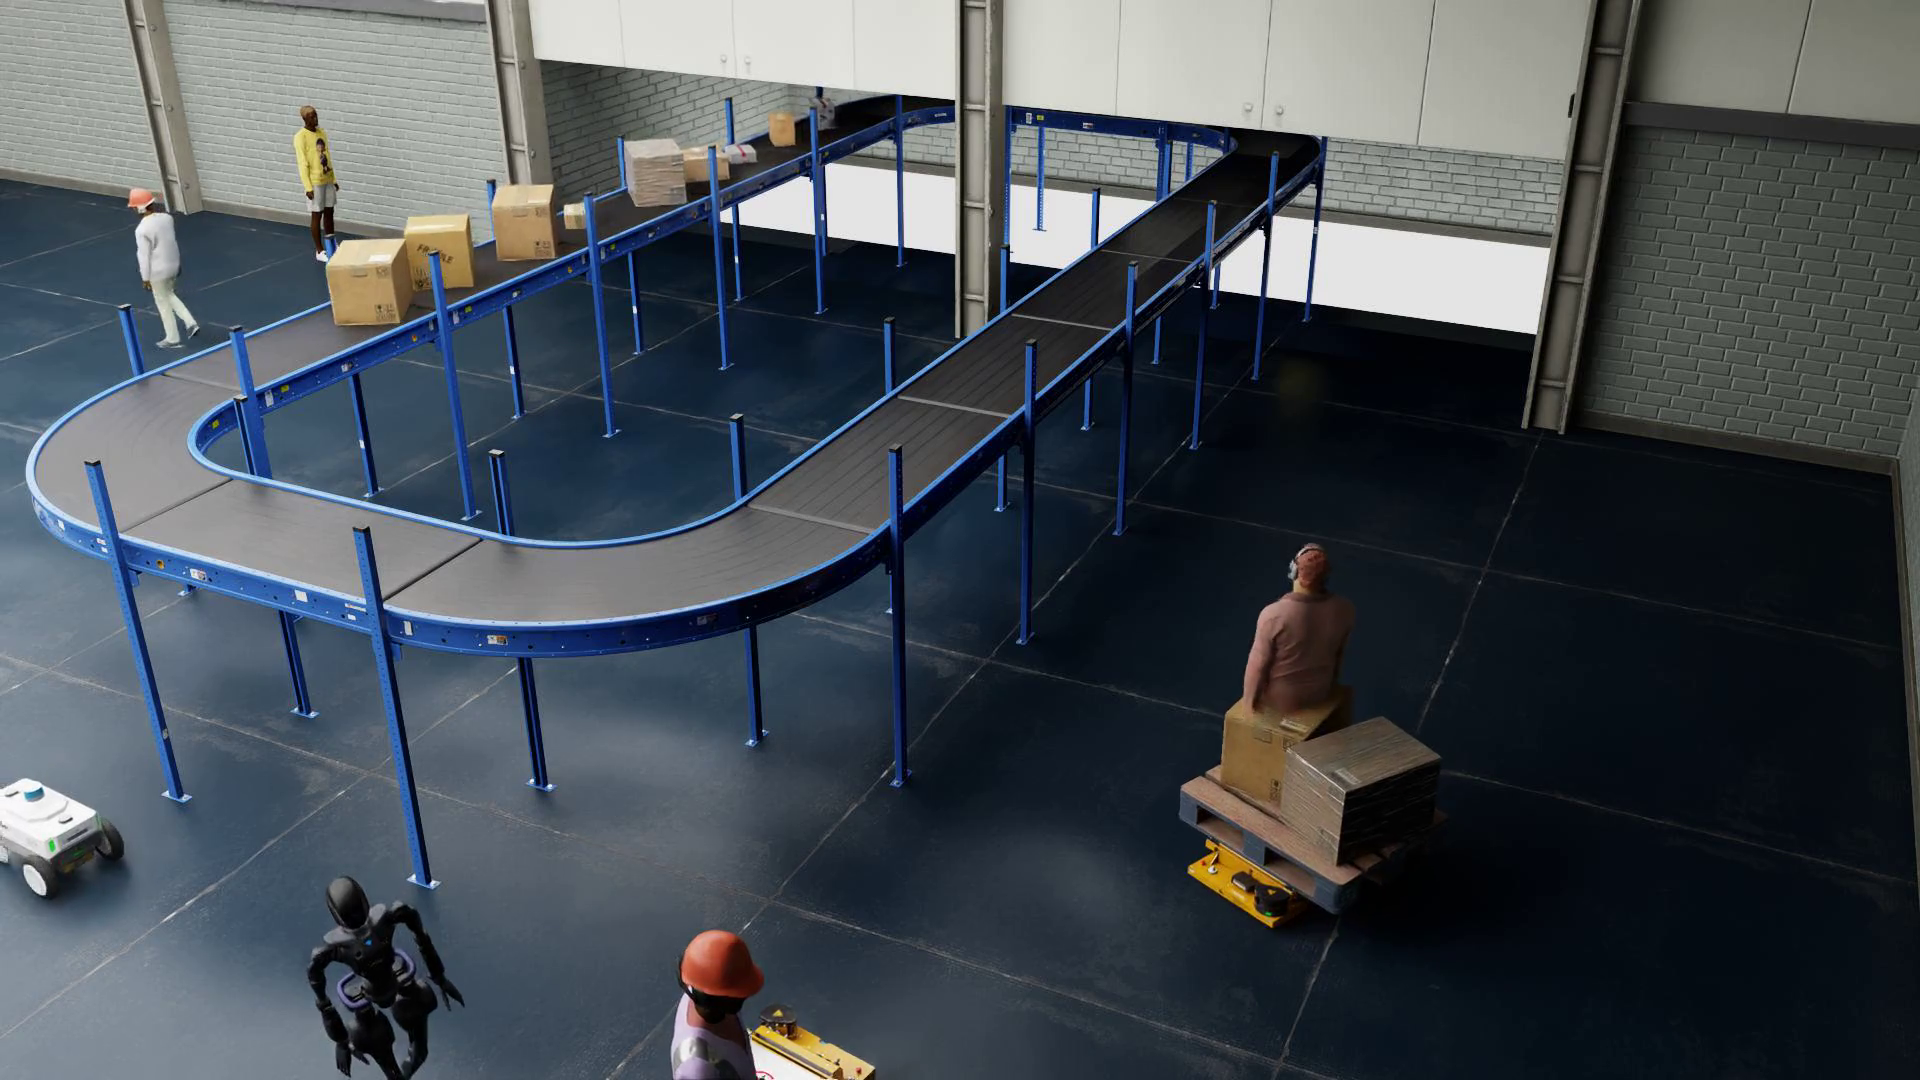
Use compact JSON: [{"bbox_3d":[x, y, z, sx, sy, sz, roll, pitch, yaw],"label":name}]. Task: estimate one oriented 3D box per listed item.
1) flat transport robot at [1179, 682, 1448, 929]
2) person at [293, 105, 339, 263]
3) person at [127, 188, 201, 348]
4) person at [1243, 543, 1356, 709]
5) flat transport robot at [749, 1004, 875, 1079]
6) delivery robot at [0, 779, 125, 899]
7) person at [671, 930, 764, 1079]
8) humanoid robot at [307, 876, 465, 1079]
[{"bbox_3d":[2.074,1.788,9.874,1.431,0.231,0.659,-20,33,-35],"label":"flat transport robot"},{"bbox_3d":[-7.898,-4.396,20.503,0.375,1.899,0.546,8,28,16],"label":"person"},{"bbox_3d":[-8.460,-2.869,17.592,0.379,1.736,0.590,4,27,8],"label":"person"},{"bbox_3d":[1.951,0.885,9.870,0.673,1.888,0.472,-8,27,-15],"label":"person"},{"bbox_3d":[-1.095,2.783,7.869,0.659,0.231,1.431,17,31,31],"label":"flat transport robot"},{"bbox_3d":[-5.347,1.705,9.740,0.815,0.614,0.499,15,30,27],"label":"delivery robot"},{"bbox_3d":[-0.932,2.390,6.670,0.379,2.039,0.614,-2,26,-4],"label":"person"},{"bbox_3d":[-2.639,2.128,7.667,0.651,1.642,0.642,-18,32,-32],"label":"humanoid robot"}]
